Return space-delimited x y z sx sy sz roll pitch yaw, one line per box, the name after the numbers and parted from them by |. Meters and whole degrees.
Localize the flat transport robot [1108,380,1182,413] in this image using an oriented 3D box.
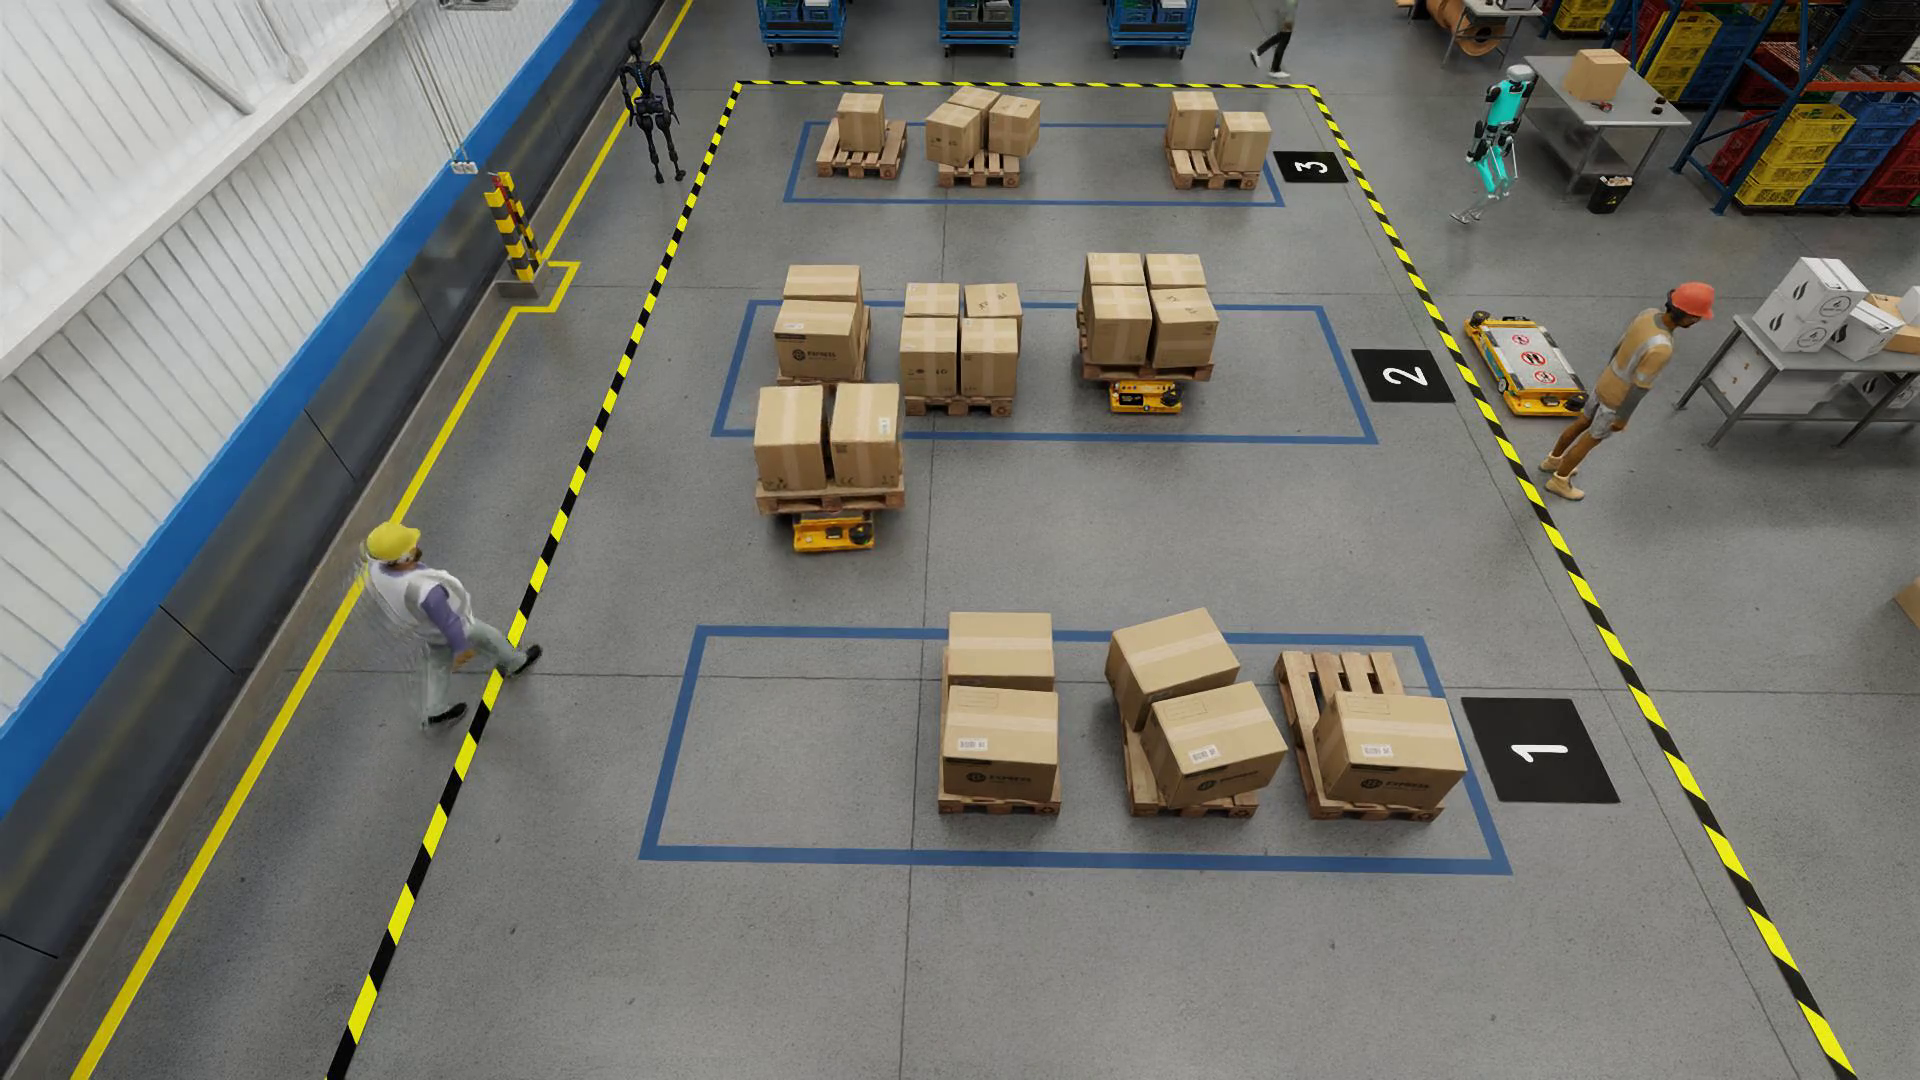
1.773 -1.807 9.079 0.652 0.197 1.431 1 49 1 | flat transport robot

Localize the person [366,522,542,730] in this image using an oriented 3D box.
-3.465 0.550 6.046 0.600 1.797 0.895 22 53 18 | person

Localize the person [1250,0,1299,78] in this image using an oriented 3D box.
4.610 -7.528 13.012 0.529 1.836 0.593 4 49 3 | person

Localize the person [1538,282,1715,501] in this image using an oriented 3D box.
5.341 -1.183 7.387 0.383 2.039 0.613 12 50 10 | person

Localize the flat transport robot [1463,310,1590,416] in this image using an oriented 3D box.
5.573 -1.757 9.054 0.659 0.231 1.431 1 49 1 | flat transport robot

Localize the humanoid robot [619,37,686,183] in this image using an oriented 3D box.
-3.733 -5.175 11.069 0.599 1.659 0.315 -7 49 -6 | humanoid robot

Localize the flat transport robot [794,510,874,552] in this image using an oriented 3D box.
-1.081 -0.509 7.955 0.652 0.197 1.431 -3 49 -2 | flat transport robot

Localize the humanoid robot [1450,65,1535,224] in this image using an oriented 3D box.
6.022 -4.308 10.202 0.533 1.677 0.735 -11 50 -10 | humanoid robot
